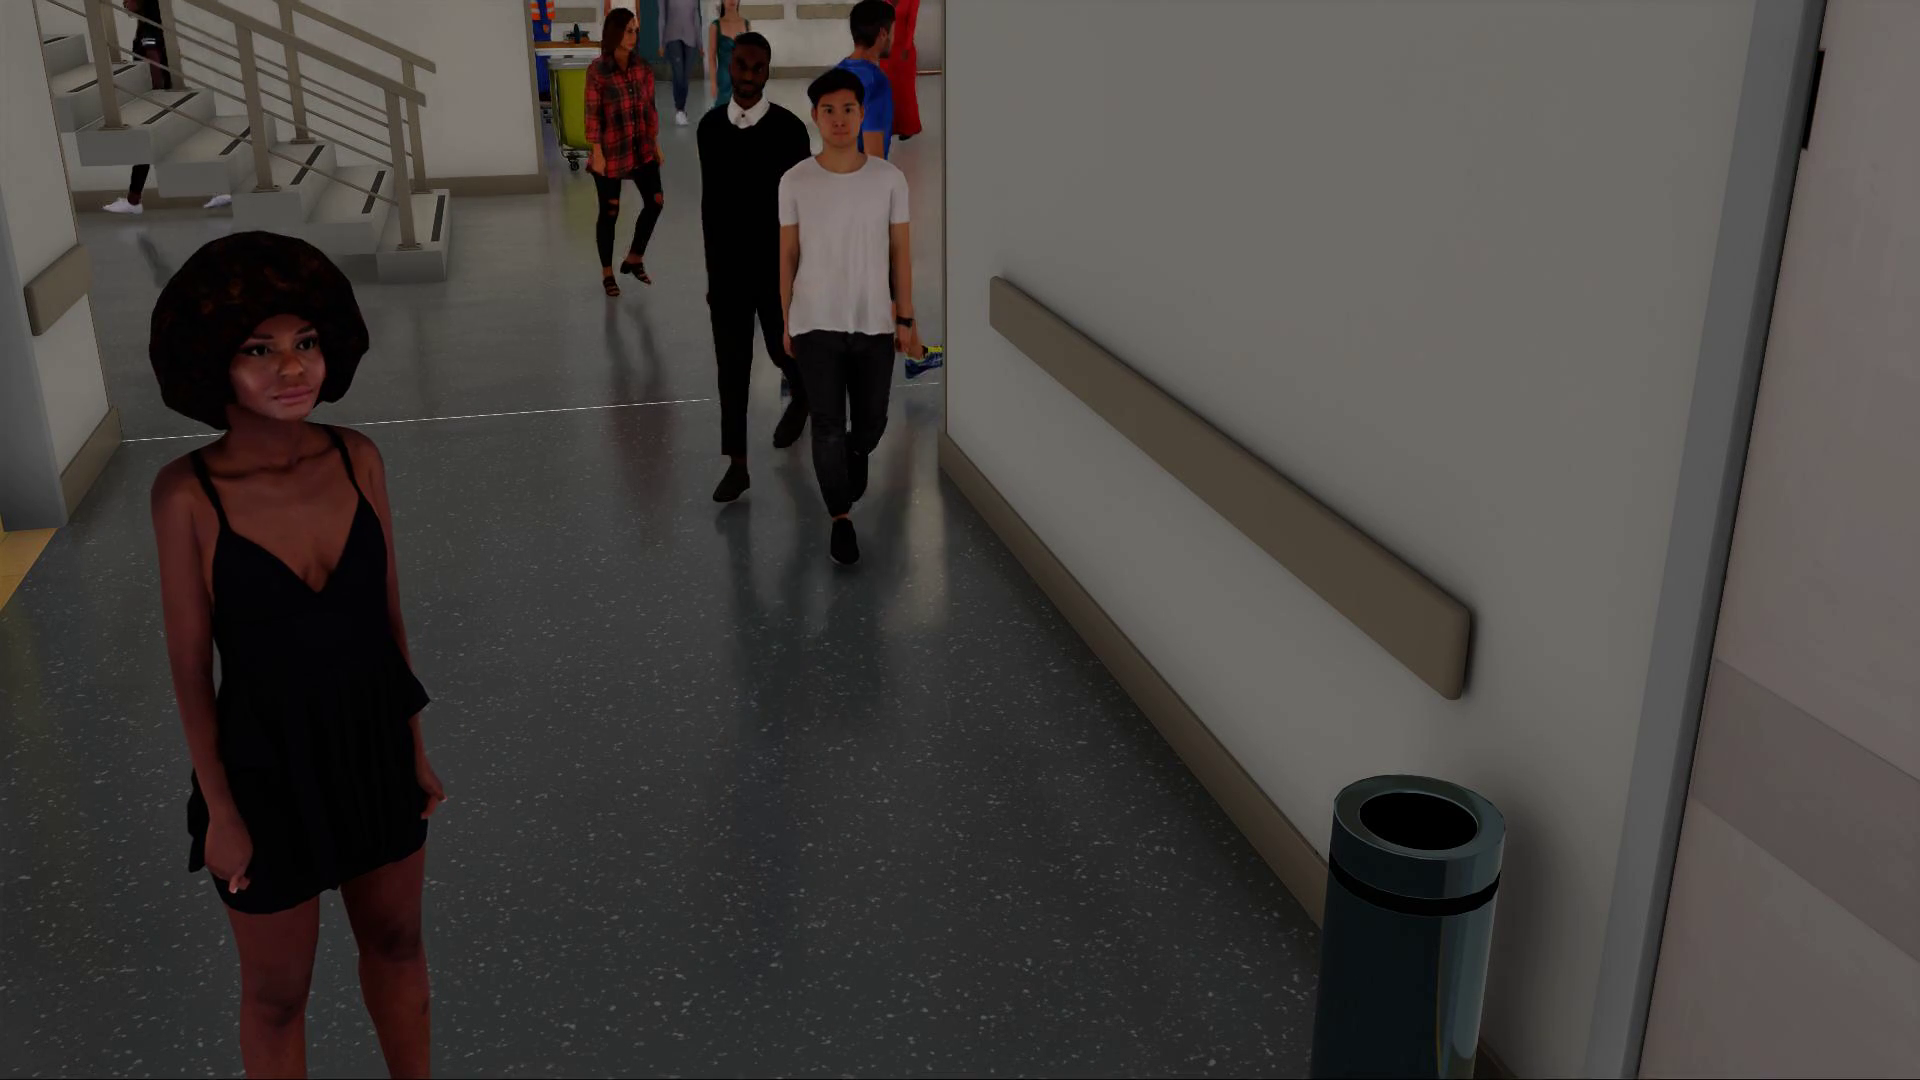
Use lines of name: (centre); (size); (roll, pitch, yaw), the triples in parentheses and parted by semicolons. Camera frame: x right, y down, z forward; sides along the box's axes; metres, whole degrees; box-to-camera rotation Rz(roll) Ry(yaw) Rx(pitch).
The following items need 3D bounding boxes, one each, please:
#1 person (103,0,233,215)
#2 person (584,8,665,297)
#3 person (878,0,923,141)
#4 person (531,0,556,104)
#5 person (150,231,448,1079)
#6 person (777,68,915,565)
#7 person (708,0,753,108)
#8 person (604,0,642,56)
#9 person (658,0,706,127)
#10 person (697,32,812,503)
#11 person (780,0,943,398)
person: (-5.973, -3.302, 12.635); (1.178, 1.680, 0.622); (-6, 21, -15)
person: (-2.061, -2.352, 10.115); (0.709, 1.688, 0.825); (-13, 25, -31)
person: (-0.575, -4.795, 16.477); (1.090, 1.750, 1.007); (6, 22, 16)
person: (-5.151, -6.338, 20.391); (0.641, 1.863, 0.712); (-9, 22, -21)
person: (-1.056, 0.393, 2.723); (0.704, 1.790, 0.621); (18, 27, 39)
person: (-0.414, -0.811, 5.981); (0.952, 1.703, 0.779); (-2, 21, -6)
person: (-1.901, -3.738, 13.816); (0.882, 1.658, 0.693); (-8, 22, -21)
person: (-3.850, -5.717, 18.863); (1.060, 1.784, 0.669); (-7, 22, -17)
person: (-3.081, -5.385, 18.075); (0.706, 1.721, 0.778); (-13, 24, -31)
person: (-0.778, -1.108, 6.713); (1.229, 1.771, 1.097); (5, 21, 13)
person: (-0.570, -1.509, 7.727); (1.345, 1.803, 1.020); (-17, 27, -38)
